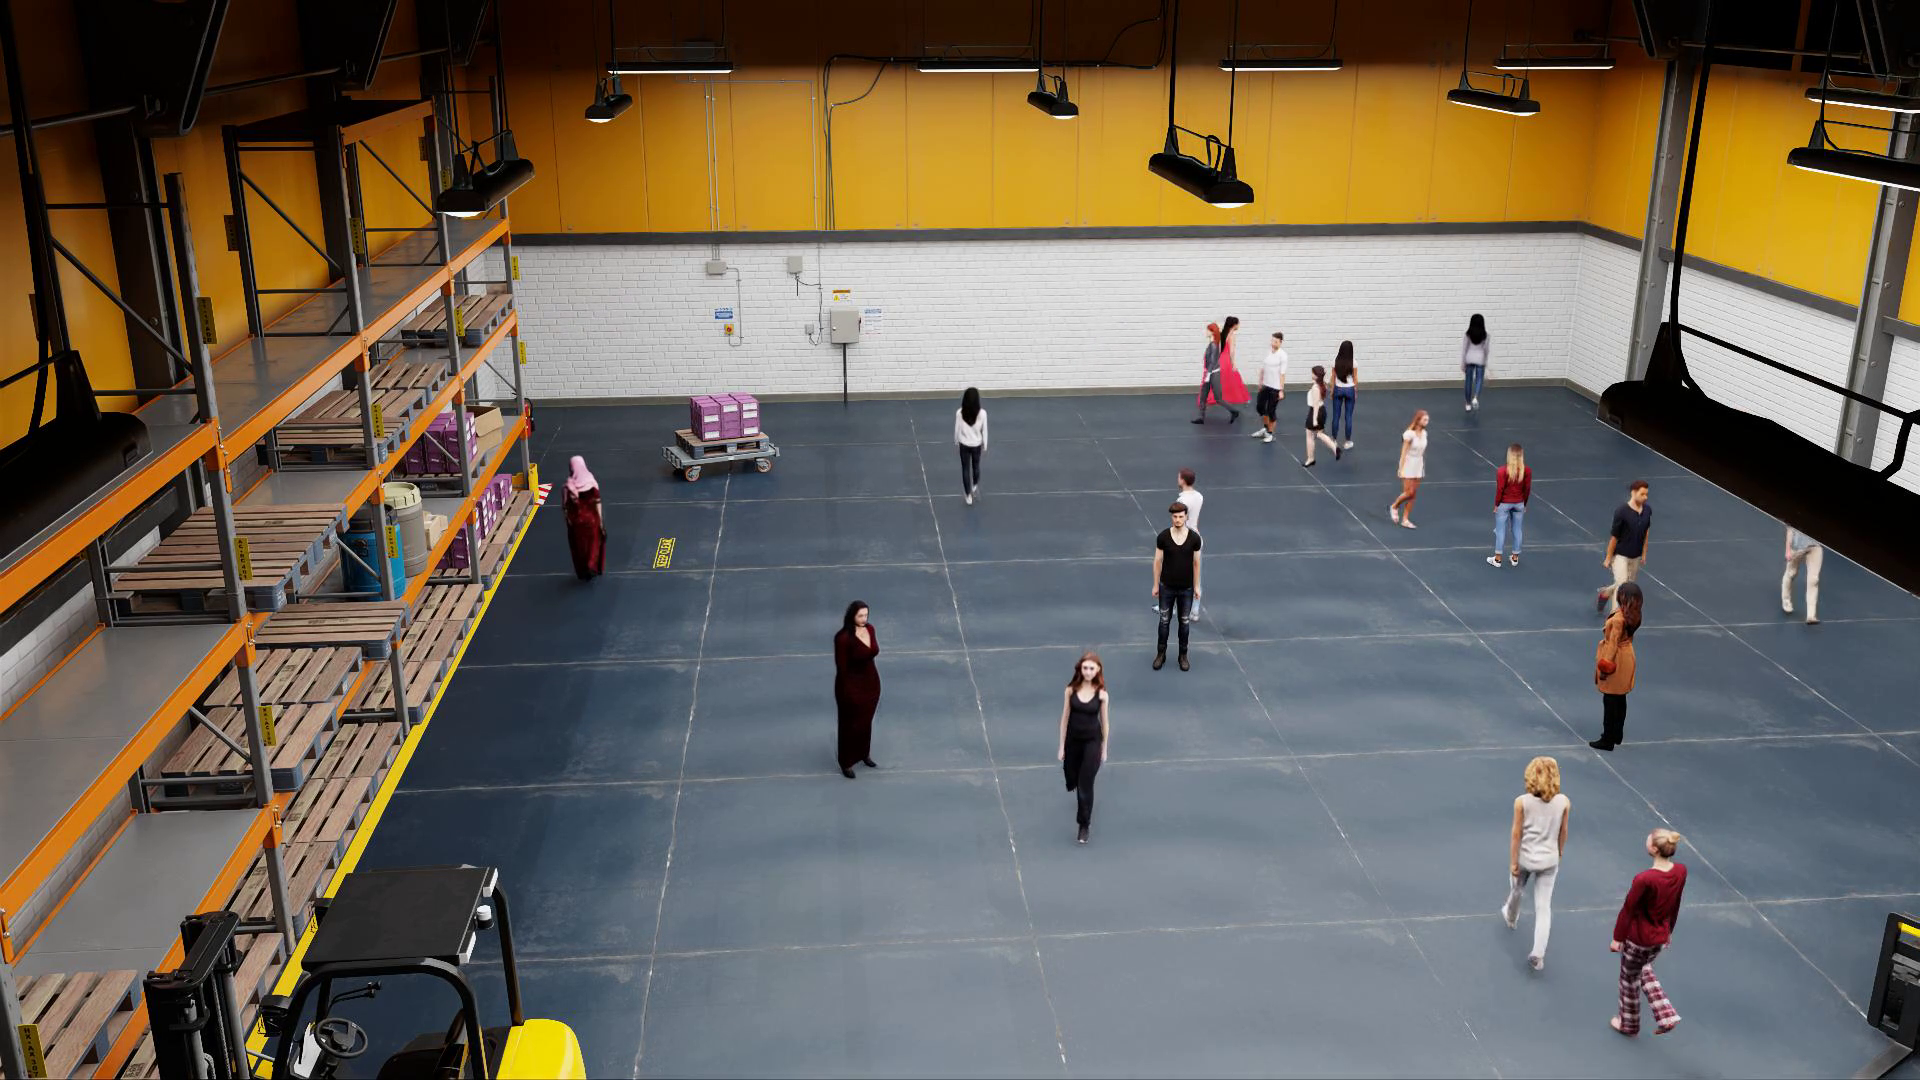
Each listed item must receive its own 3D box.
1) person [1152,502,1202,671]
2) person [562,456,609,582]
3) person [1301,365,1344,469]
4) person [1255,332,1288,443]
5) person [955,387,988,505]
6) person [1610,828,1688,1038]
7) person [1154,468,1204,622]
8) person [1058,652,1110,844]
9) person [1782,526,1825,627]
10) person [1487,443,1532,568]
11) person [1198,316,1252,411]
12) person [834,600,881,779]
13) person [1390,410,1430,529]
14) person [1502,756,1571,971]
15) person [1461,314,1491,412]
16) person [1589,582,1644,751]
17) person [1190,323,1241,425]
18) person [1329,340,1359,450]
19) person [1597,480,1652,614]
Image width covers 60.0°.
[{"bbox_3d":[2.374,0.490,18.212,0.734,1.896,0.639,2,19,7],"label":"person"},{"bbox_3d":[-4.707,-0.249,20.810,0.718,1.639,0.698,-4,19,-10],"label":"person"},{"bbox_3d":[5.582,-1.875,25.650,0.890,1.632,0.889,10,21,27],"label":"person"},{"bbox_3d":[5.104,-2.517,27.238,0.958,1.833,0.839,-10,21,-27],"label":"person"},{"bbox_3d":[0.145,-1.333,23.999,0.608,1.659,1.049,-2,19,-5],"label":"person"},{"bbox_3d":[4.874,2.804,11.668,0.755,1.688,0.818,-9,21,-26],"label":"person"},{"bbox_3d":[2.726,0.083,19.527,0.956,1.829,0.891,17,25,41],"label":"person"},{"bbox_3d":[1.103,1.766,14.685,0.791,1.729,1.028,5,19,13],"label":"person"},{"bbox_3d":[9.950,0.057,19.650,0.858,1.799,1.252,3,19,8],"label":"person"},{"bbox_3d":[7.094,-0.457,21.430,0.595,1.637,0.523,-2,19,-6],"label":"person"},{"bbox_3d":[4.544,-3.000,28.970,0.954,1.644,1.245,-10,21,-27],"label":"person"},{"bbox_3d":[-0.989,1.386,15.777,0.823,1.752,0.751,13,23,34],"label":"person"},{"bbox_3d":[6.180,-1.006,22.989,0.723,1.683,0.790,-9,21,-26],"label":"person"},{"bbox_3d":[4.434,2.481,12.721,0.780,1.628,1.152,3,19,9],"label":"person"},{"bbox_3d":[9.007,-3.085,29.093,0.742,1.727,0.809,5,19,15],"label":"person"},{"bbox_3d":[6.444,1.226,16.303,0.782,1.720,0.821,-18,25,-42],"label":"person"},{"bbox_3d":[4.345,-2.769,28.116,0.687,1.751,0.987,0,19,-1],"label":"person"},{"bbox_3d":[6.197,-2.352,26.841,0.662,1.775,0.660,7,20,21],"label":"person"},{"bbox_3d":[7.664,0.162,19.301,0.834,1.822,1.122,-4,19,-13],"label":"person"}]
